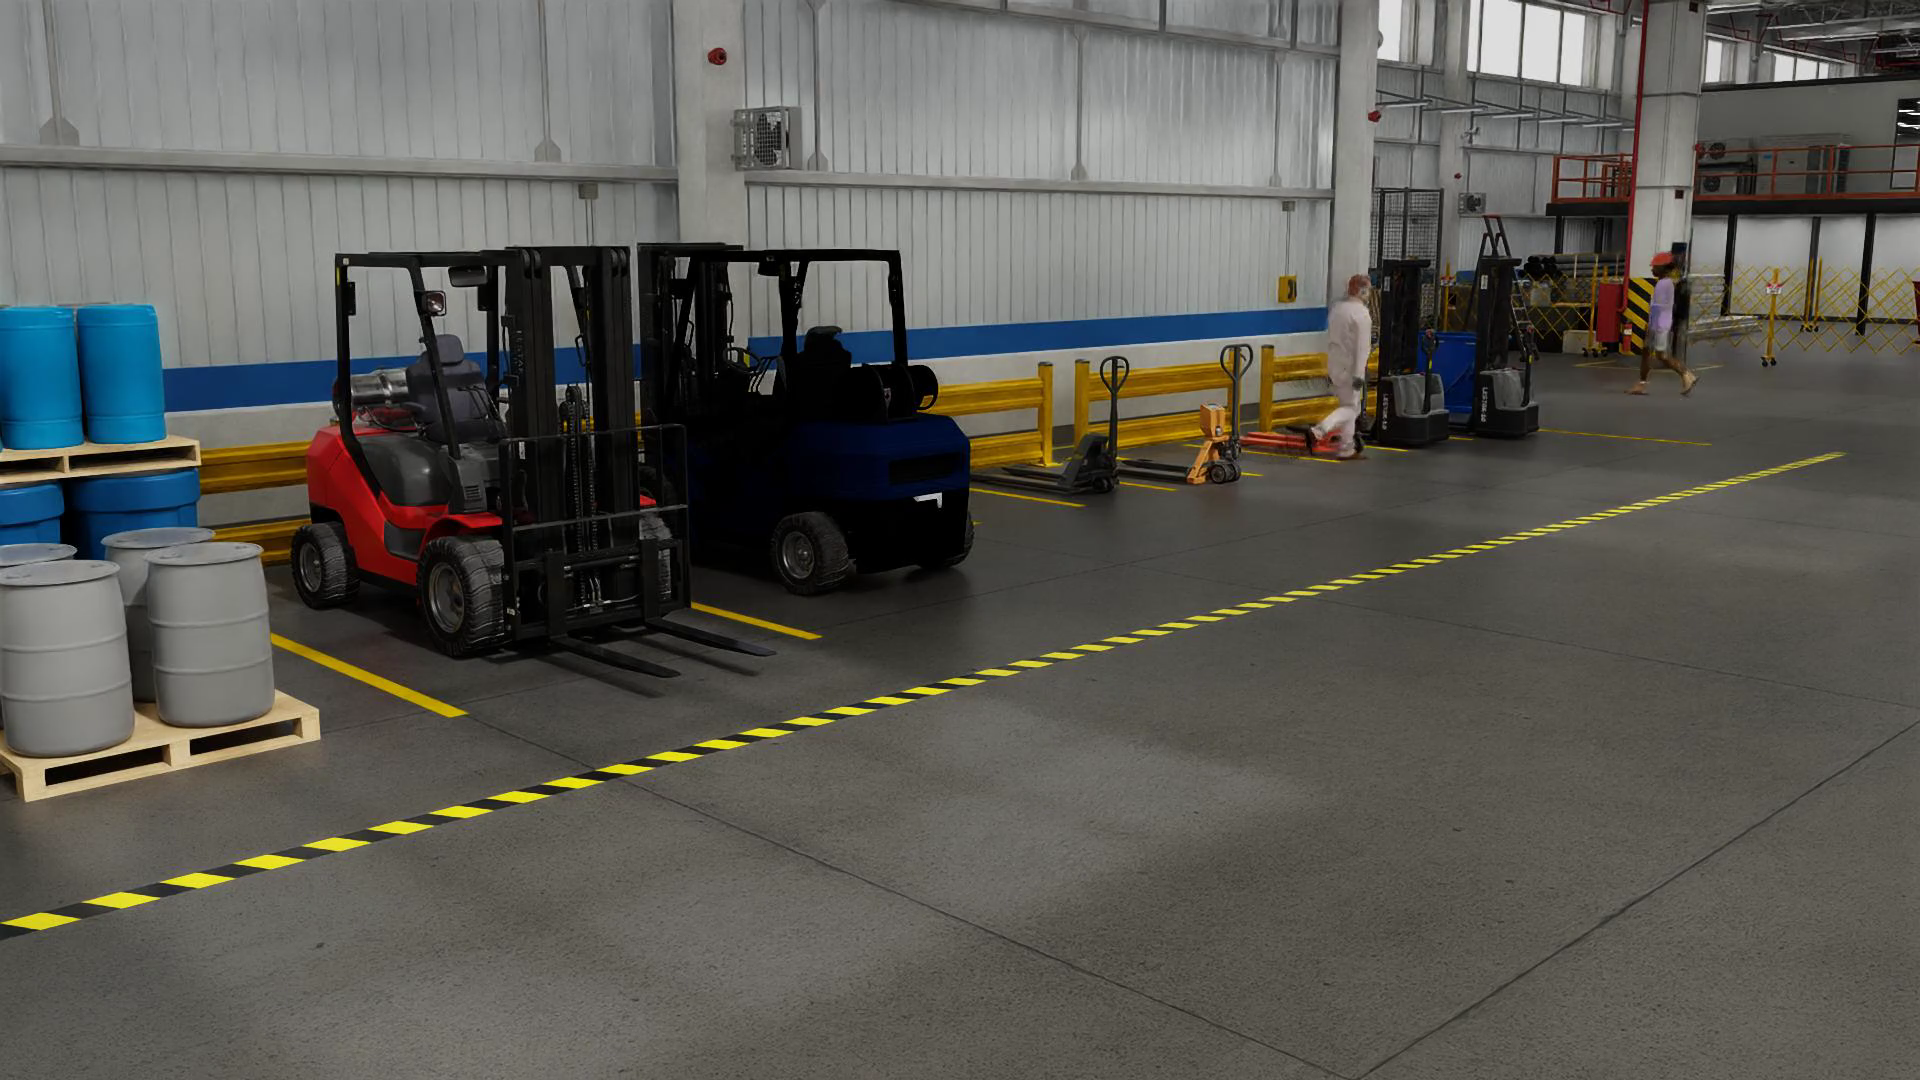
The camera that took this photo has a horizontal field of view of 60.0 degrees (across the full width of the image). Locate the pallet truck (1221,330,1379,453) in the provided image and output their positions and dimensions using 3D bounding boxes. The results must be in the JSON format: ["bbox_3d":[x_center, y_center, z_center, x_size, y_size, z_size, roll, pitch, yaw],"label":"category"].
[{"bbox_3d":[3.563,-1.581,17.381,0.653,1.274,1.630,-10,14,-44],"label":"pallet truck"}]

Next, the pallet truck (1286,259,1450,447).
[{"bbox_3d":[4.493,-2.078,18.196,0.823,1.965,1.885,-9,14,-40],"label":"pallet truck"}]

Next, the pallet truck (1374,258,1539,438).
[{"bbox_3d":[5.704,-2.208,18.901,1.885,1.965,0.823,10,14,43],"label":"pallet truck"}]

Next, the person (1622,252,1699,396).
[{"bbox_3d":[9.831,-2.996,23.180,0.931,2.013,0.611,5,11,25],"label":"person"}]

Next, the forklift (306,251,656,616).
[{"bbox_3d":[-2.833,-0.669,9.694,1.157,1.987,2.680,-10,14,-44],"label":"forklift"}]

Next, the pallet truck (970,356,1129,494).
[{"bbox_3d":[0.784,-1.085,14.876,0.680,1.201,1.601,-10,14,-44],"label":"pallet truck"}]

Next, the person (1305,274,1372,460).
[{"bbox_3d":[3.751,-1.681,16.410,0.696,1.870,0.652,-2,11,-13],"label":"person"}]

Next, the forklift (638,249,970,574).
[{"bbox_3d":[-1.173,-0.958,11.239,2.680,1.987,1.157,10,14,43],"label":"forklift"}]

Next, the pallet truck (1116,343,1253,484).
[{"bbox_3d":[1.962,-1.215,15.415,1.522,1.261,0.704,10,14,43],"label":"pallet truck"}]
